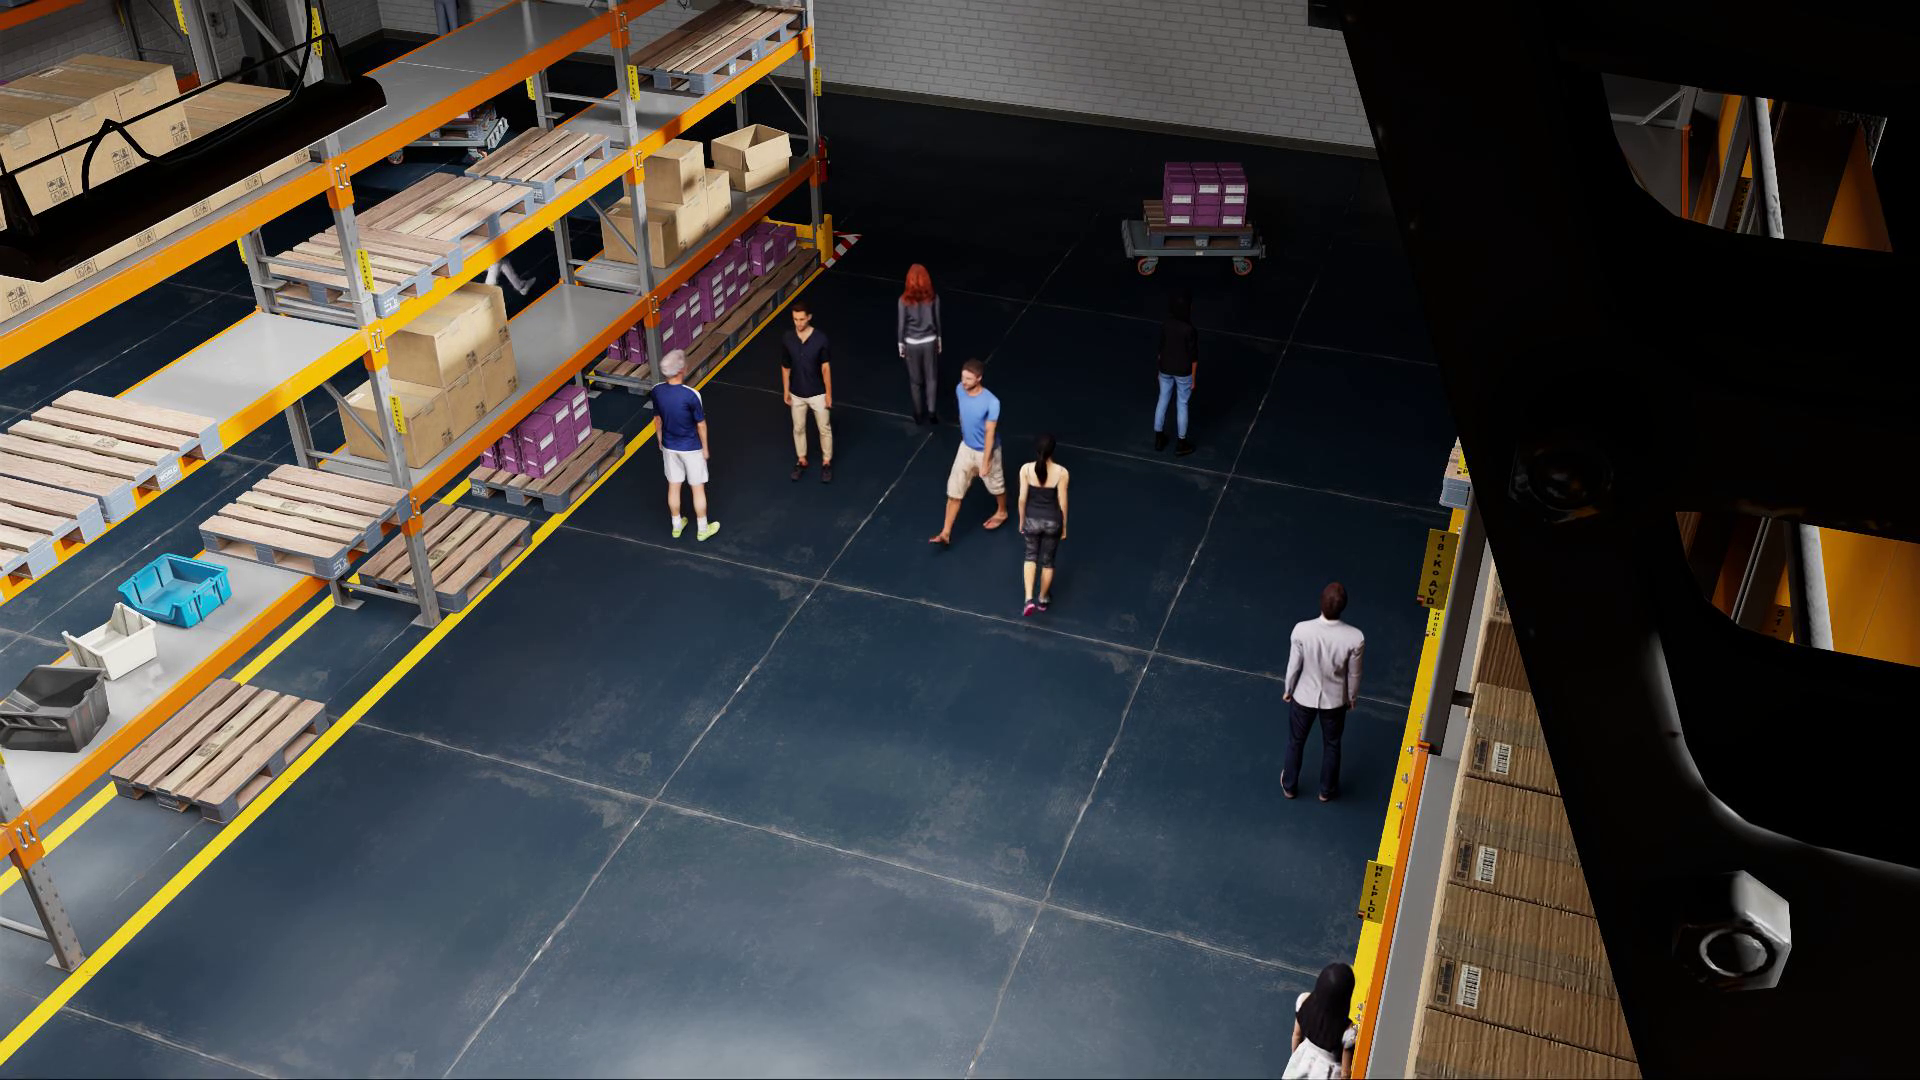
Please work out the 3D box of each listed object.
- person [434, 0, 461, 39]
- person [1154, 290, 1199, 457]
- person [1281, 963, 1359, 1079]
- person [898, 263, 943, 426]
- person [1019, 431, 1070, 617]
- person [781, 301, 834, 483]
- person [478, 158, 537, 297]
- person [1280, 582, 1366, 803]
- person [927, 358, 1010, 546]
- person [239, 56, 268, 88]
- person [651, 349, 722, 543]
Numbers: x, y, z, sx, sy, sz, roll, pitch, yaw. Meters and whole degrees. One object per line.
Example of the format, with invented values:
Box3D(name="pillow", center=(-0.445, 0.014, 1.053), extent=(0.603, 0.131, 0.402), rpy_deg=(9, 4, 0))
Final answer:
Box3D(name="person", center=(-8.147, -8.500, 26.301), extent=(0.597, 1.782, 0.520), rpy_deg=(7, 34, 10))
Box3D(name="person", center=(2.083, -1.604, 15.997), extent=(0.622, 1.703, 0.611), rpy_deg=(20, 39, 28))
Box3D(name="person", center=(1.951, 2.970, 9.057), extent=(0.797, 1.769, 0.775), rpy_deg=(-25, 41, -33))
Box3D(name="person", center=(-0.370, -1.859, 16.320), extent=(0.806, 1.771, 0.914), rpy_deg=(-5, 34, -8))
Box3D(name="person", center=(0.668, -0.075, 13.689), extent=(0.622, 1.712, 0.856), rpy_deg=(8, 34, 11))
Box3D(name="person", center=(-1.414, -1.398, 15.553), extent=(0.670, 1.852, 0.606), rpy_deg=(4, 34, 5))
Box3D(name="person", center=(-5.256, -3.332, 18.524), extent=(0.953, 1.785, 1.215), rpy_deg=(21, 39, 29))
Box3D(name="person", center=(2.558, 1.088, 11.811), extent=(0.708, 1.853, 0.626), rpy_deg=(6, 34, 9))
Box3D(name="person", center=(0.230, -0.831, 14.737), extent=(0.908, 1.811, 1.295), rpy_deg=(25, 41, 33))
Box3D(name="person", center=(-9.190, -5.436, 21.754), extent=(0.648, 1.713, 0.883), rpy_deg=(9, 35, 14))
Box3D(name="person", center=(-2.456, -0.836, 14.724), extent=(0.638, 1.834, 0.536), rpy_deg=(9, 35, 13))
